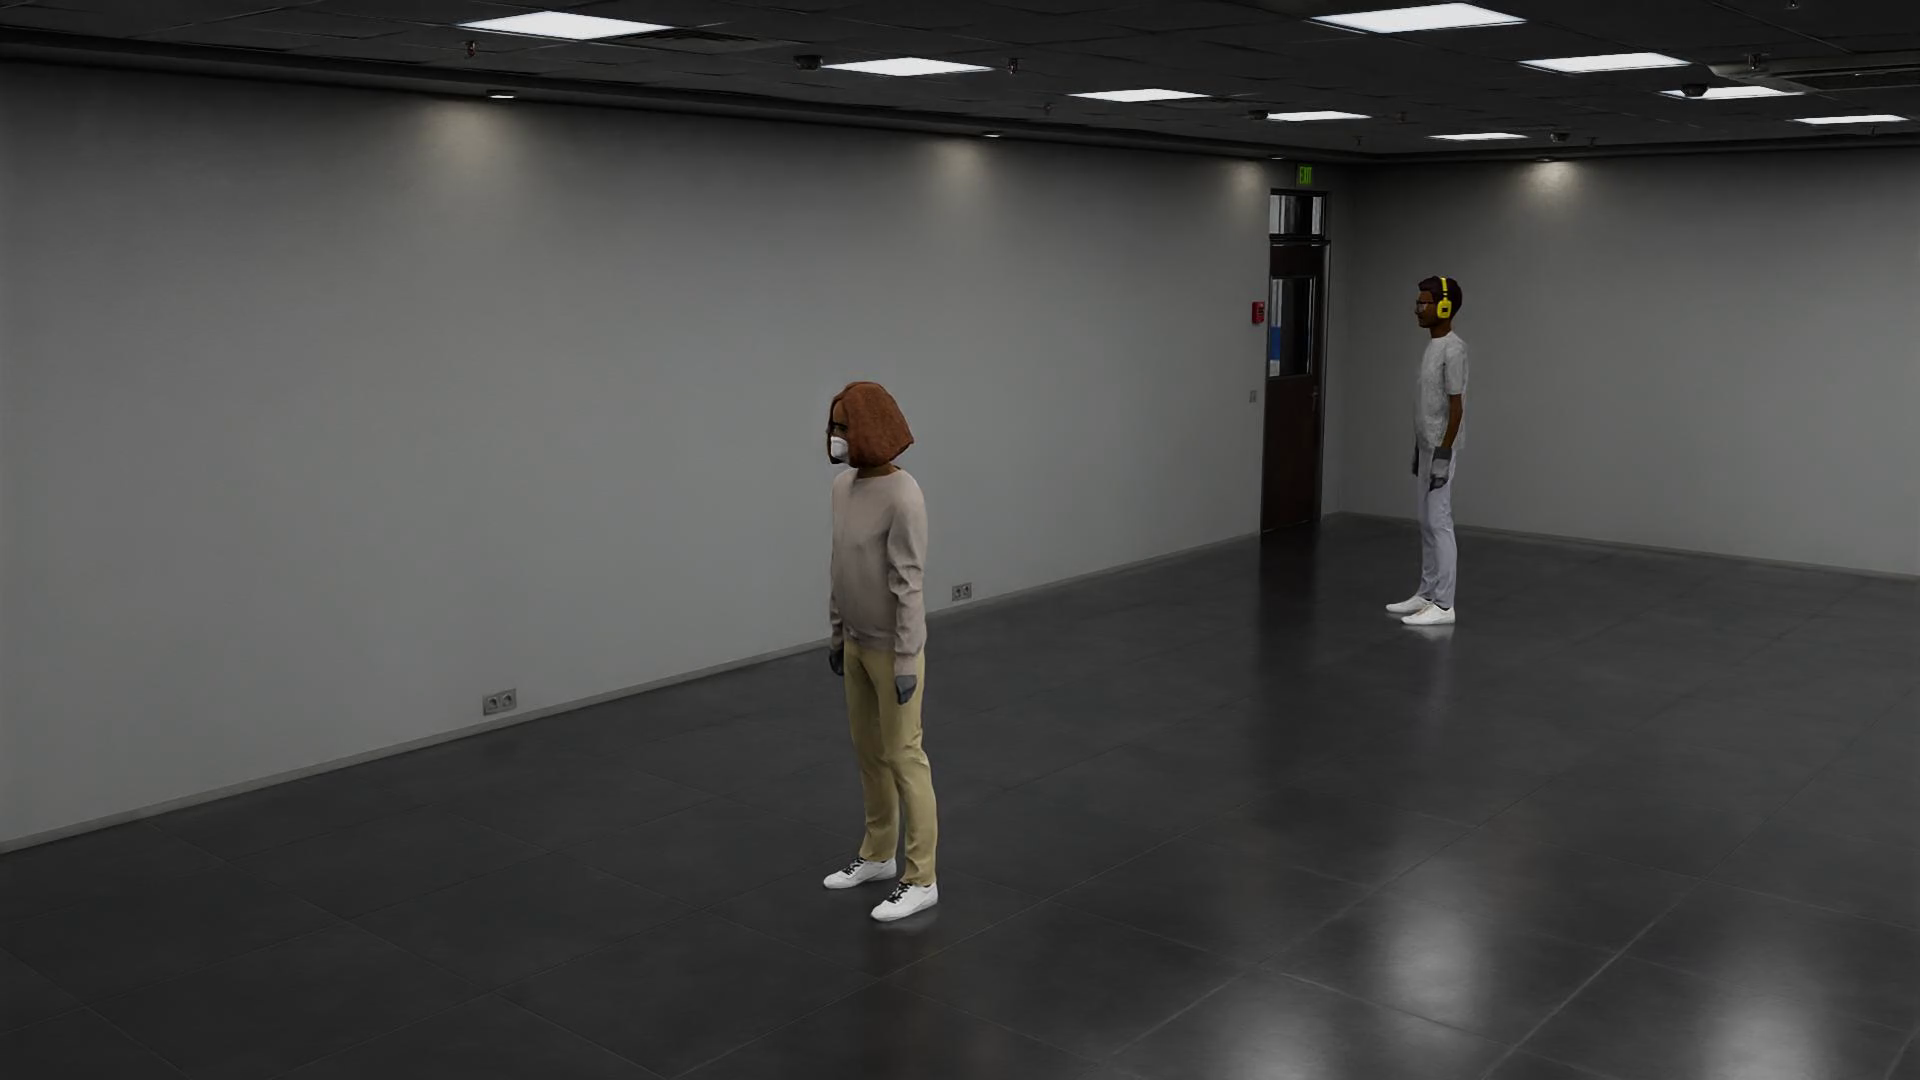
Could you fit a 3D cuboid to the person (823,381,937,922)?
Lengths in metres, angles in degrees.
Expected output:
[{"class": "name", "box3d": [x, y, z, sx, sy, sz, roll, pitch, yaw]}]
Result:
[{"class": "person", "box3d": [-0.255, 0.331, 5.060, 0.288, 1.626, 0.497, -6, 12, -31]}]

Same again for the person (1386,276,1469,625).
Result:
[{"class": "person", "box3d": [2.541, -0.476, 8.957, 0.328, 1.872, 0.514, 0, 10, 1]}]
